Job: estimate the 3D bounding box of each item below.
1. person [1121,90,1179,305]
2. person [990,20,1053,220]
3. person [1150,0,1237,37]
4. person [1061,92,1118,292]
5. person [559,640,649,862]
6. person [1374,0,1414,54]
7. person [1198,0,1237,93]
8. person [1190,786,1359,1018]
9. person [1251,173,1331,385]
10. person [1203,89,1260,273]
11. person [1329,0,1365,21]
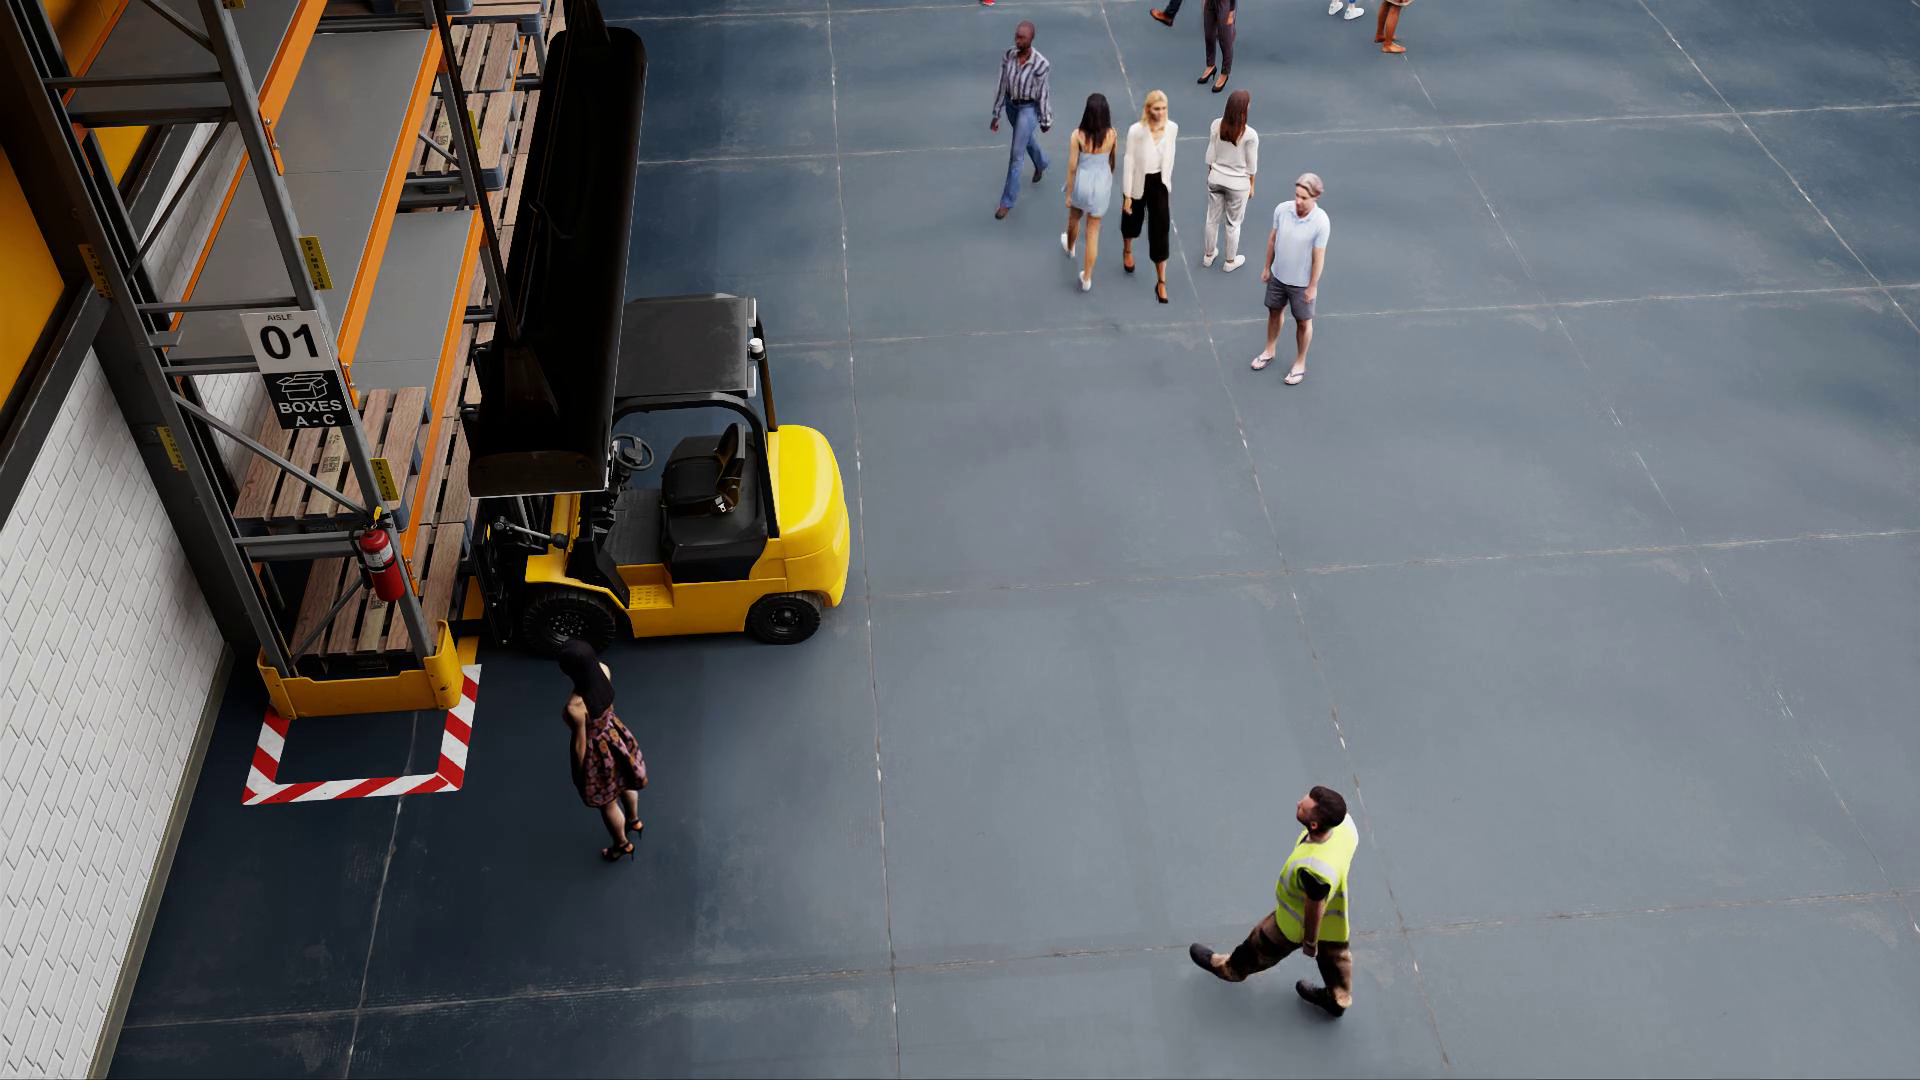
[{"bbox_3d":[1.518,-2.941,13.895,0.729,1.816,1.151,-9,44,-10],"label":"person"},{"bbox_3d":[0.599,-3.829,14.887,1.111,1.734,1.216,27,50,25],"label":"person"},{"bbox_3d":[2.628,-6.061,17.195,1.248,1.781,1.225,27,50,25],"label":"person"},{"bbox_3d":[1.108,-2.867,13.904,0.600,1.697,0.962,-5,44,-5],"label":"person"},{"bbox_3d":[-2.070,1.216,9.562,0.818,1.774,0.718,10,44,10],"label":"person"},{"bbox_3d":[4.513,-5.849,17.073,0.715,1.643,0.470,-5,44,-5],"label":"person"},{"bbox_3d":[2.583,-5.244,16.421,0.729,1.667,0.636,-29,51,-27],"label":"person"},{"bbox_3d":[1.910,1.977,8.754,1.189,1.786,1.197,23,48,23],"label":"person"},{"bbox_3d":[2.621,-2.066,12.968,0.706,1.828,0.767,30,51,28],"label":"person"},{"bbox_3d":[2.289,-3.046,14.098,0.687,1.688,0.718,22,48,22],"label":"person"},{"bbox_3d":[4.172,-6.393,17.541,0.692,1.785,0.751,29,51,27],"label":"person"}]
